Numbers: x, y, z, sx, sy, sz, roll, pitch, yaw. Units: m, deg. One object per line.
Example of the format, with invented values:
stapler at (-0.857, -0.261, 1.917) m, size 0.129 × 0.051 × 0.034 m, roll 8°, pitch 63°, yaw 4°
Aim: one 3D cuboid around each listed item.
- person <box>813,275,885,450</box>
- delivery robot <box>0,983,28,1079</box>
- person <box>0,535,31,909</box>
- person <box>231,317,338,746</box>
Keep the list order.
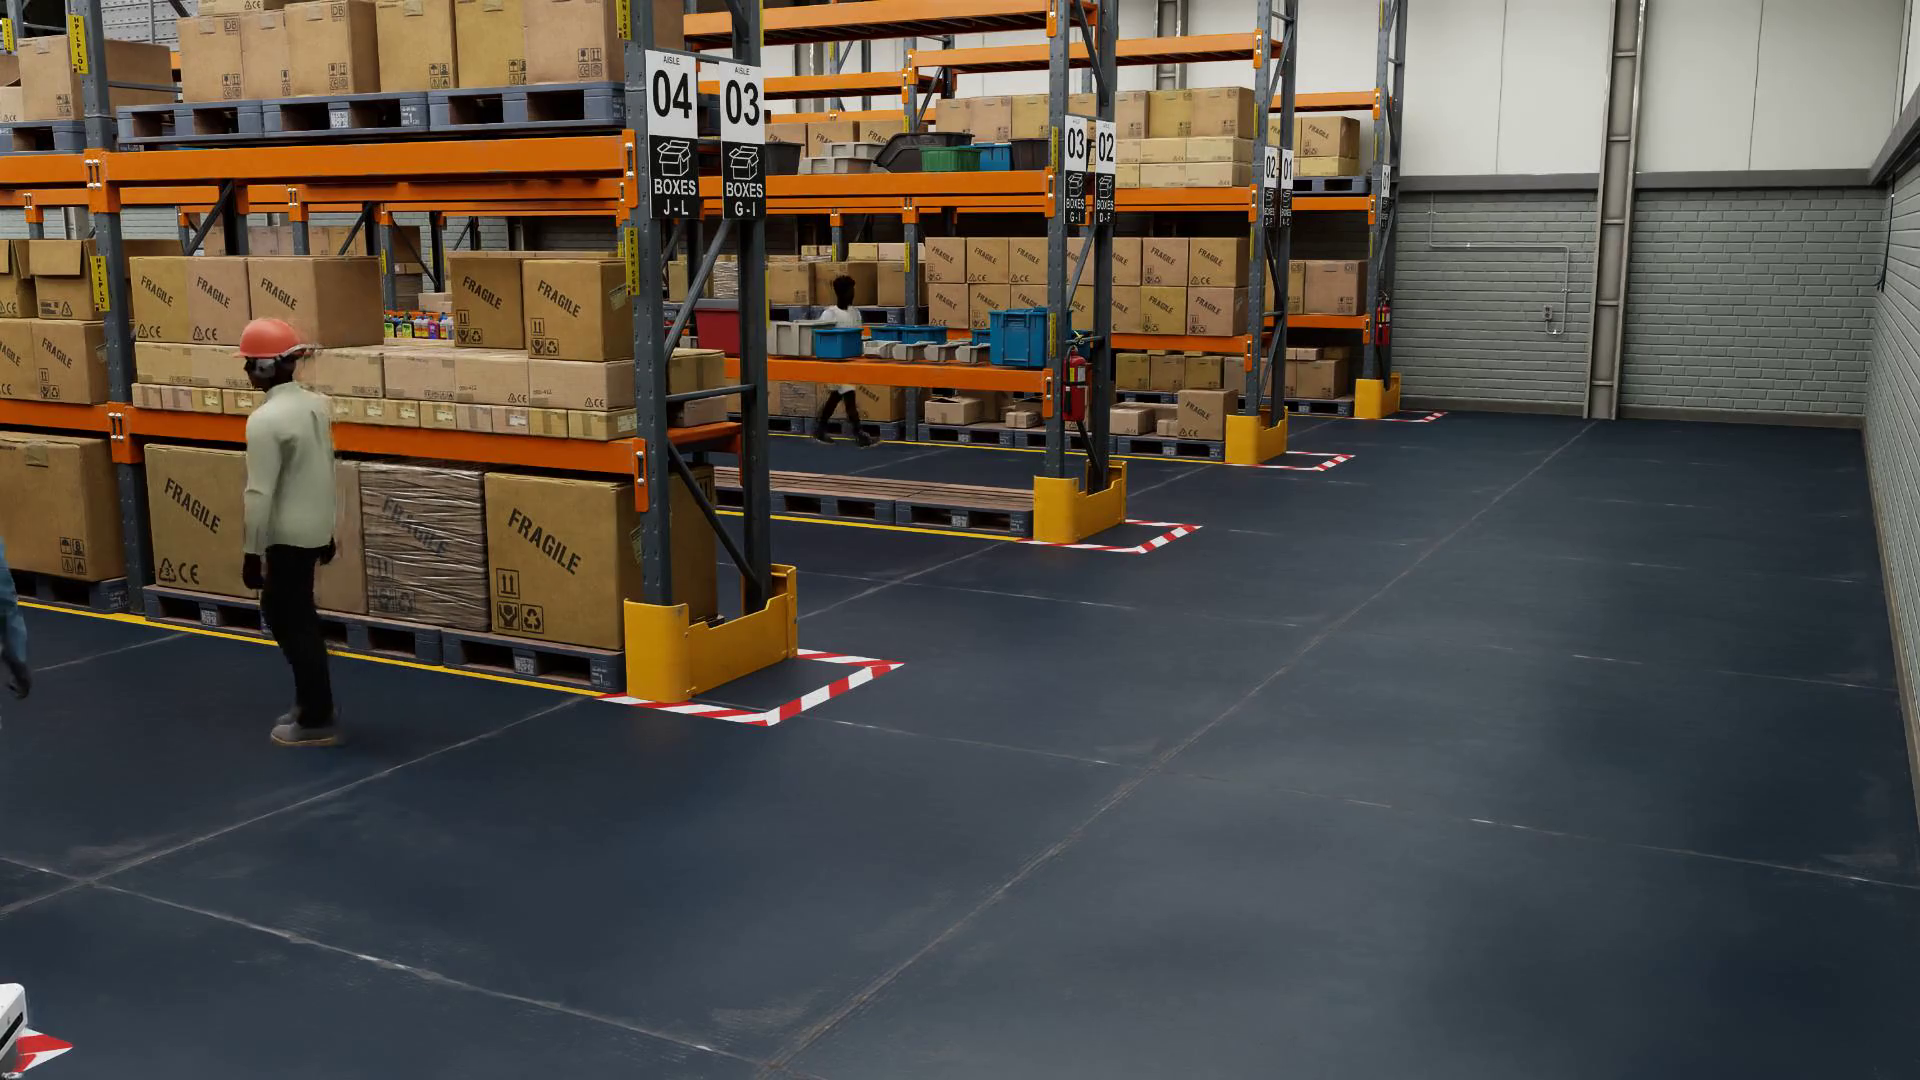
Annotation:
person at (-1.286, -1.960, 18.404) m, size 1.031 × 1.916 × 0.624 m, roll 6°, pitch 12°, yaw 29°
delivery robot at (-2.739, 1.284, 4.140) m, size 0.707 × 0.478 × 0.477 m, roll -2°, pitch 11°, yaw -12°
person at (-3.650, 0.474, 5.948) m, size 0.756 × 1.615 × 0.521 m, roll 7°, pitch 13°, yaw 35°
person at (-3.113, -0.019, 7.598) m, size 0.511 × 1.980 × 0.644 m, roll 0°, pitch 10°, yaw 2°
